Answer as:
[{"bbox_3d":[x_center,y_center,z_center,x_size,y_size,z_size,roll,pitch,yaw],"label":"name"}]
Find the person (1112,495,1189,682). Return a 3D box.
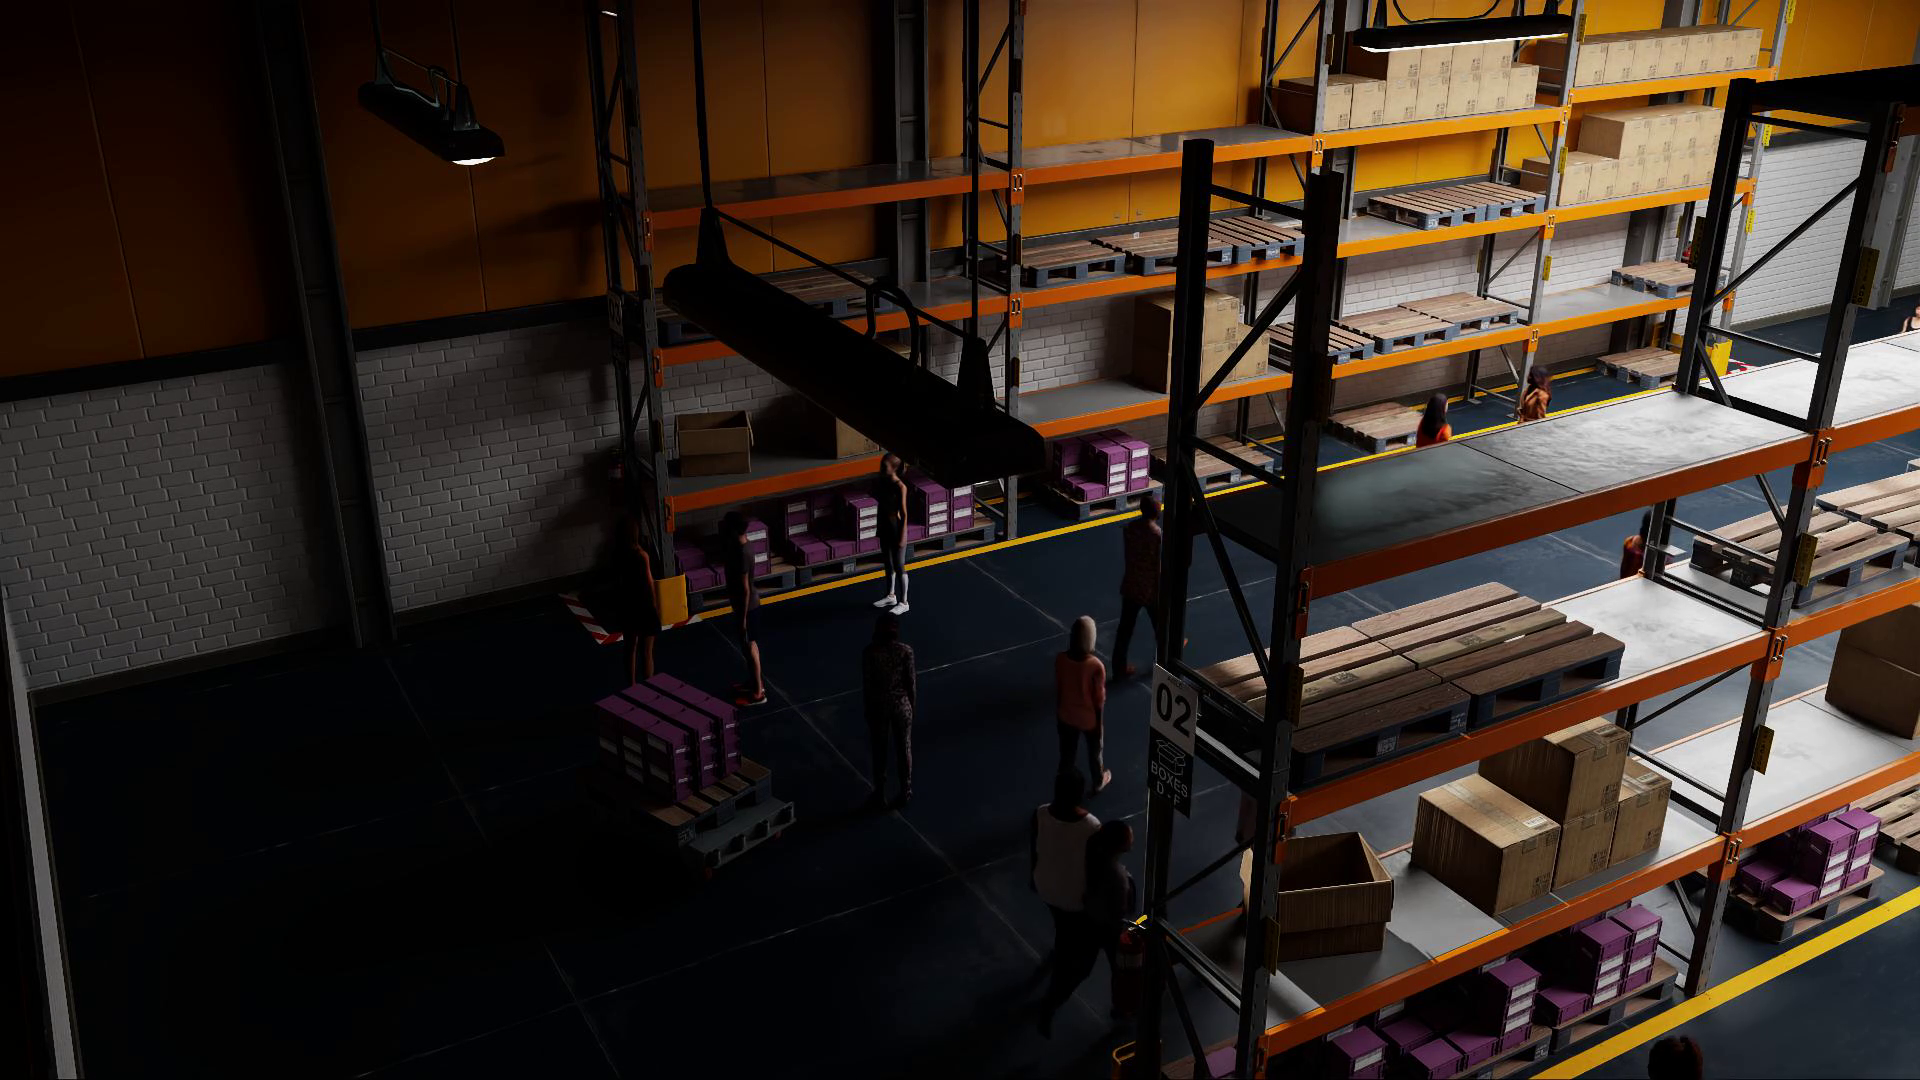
[{"bbox_3d":[1.619,0.477,15.247,0.922,1.765,1.221,22,32,40],"label":"person"}]

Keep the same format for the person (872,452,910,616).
[{"bbox_3d":[-0.667,-0.077,16.589,0.560,1.704,0.602,-18,29,-36],"label":"person"}]

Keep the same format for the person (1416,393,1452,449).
[{"bbox_3d":[5.065,-0.754,18.103,1.010,1.733,0.676,-11,26,-23],"label":"person"}]

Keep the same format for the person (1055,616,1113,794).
[{"bbox_3d":[0.906,1.435,13.131,0.914,1.703,1.044,11,26,24],"label":"person"}]

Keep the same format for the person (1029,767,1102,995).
[{"bbox_3d":[0.686,2.315,11.164,0.899,1.667,1.024,14,27,29],"label":"person"}]

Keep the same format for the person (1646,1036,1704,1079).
[{"bbox_3d":[3.776,3.346,8.766,1.281,1.697,1.040,0,24,1],"label":"person"}]

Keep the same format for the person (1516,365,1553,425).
[{"bbox_3d":[6.549,-1.188,19.109,0.762,1.722,0.782,-1,24,-3],"label":"person"}]

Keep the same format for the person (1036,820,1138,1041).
[{"bbox_3d":[0.847,2.537,10.681,1.043,1.645,0.632,-15,28,-30],"label":"person"}]

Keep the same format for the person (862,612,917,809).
[{"bbox_3d":[-0.570,1.348,13.317,0.634,1.714,0.730,-1,24,-2],"label":"person"}]

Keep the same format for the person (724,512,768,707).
[{"bbox_3d":[-1.917,0.599,14.858,0.690,1.851,0.725,-3,24,-6],"label":"person"}]

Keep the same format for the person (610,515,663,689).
[{"bbox_3d":[-2.886,0.633,14.803,0.669,1.835,0.699,10,26,23],"label":"person"}]

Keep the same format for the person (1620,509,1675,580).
[{"bbox_3d":[6.305,0.479,15.337,0.670,1.689,0.661,-16,28,-32],"label":"person"}]
